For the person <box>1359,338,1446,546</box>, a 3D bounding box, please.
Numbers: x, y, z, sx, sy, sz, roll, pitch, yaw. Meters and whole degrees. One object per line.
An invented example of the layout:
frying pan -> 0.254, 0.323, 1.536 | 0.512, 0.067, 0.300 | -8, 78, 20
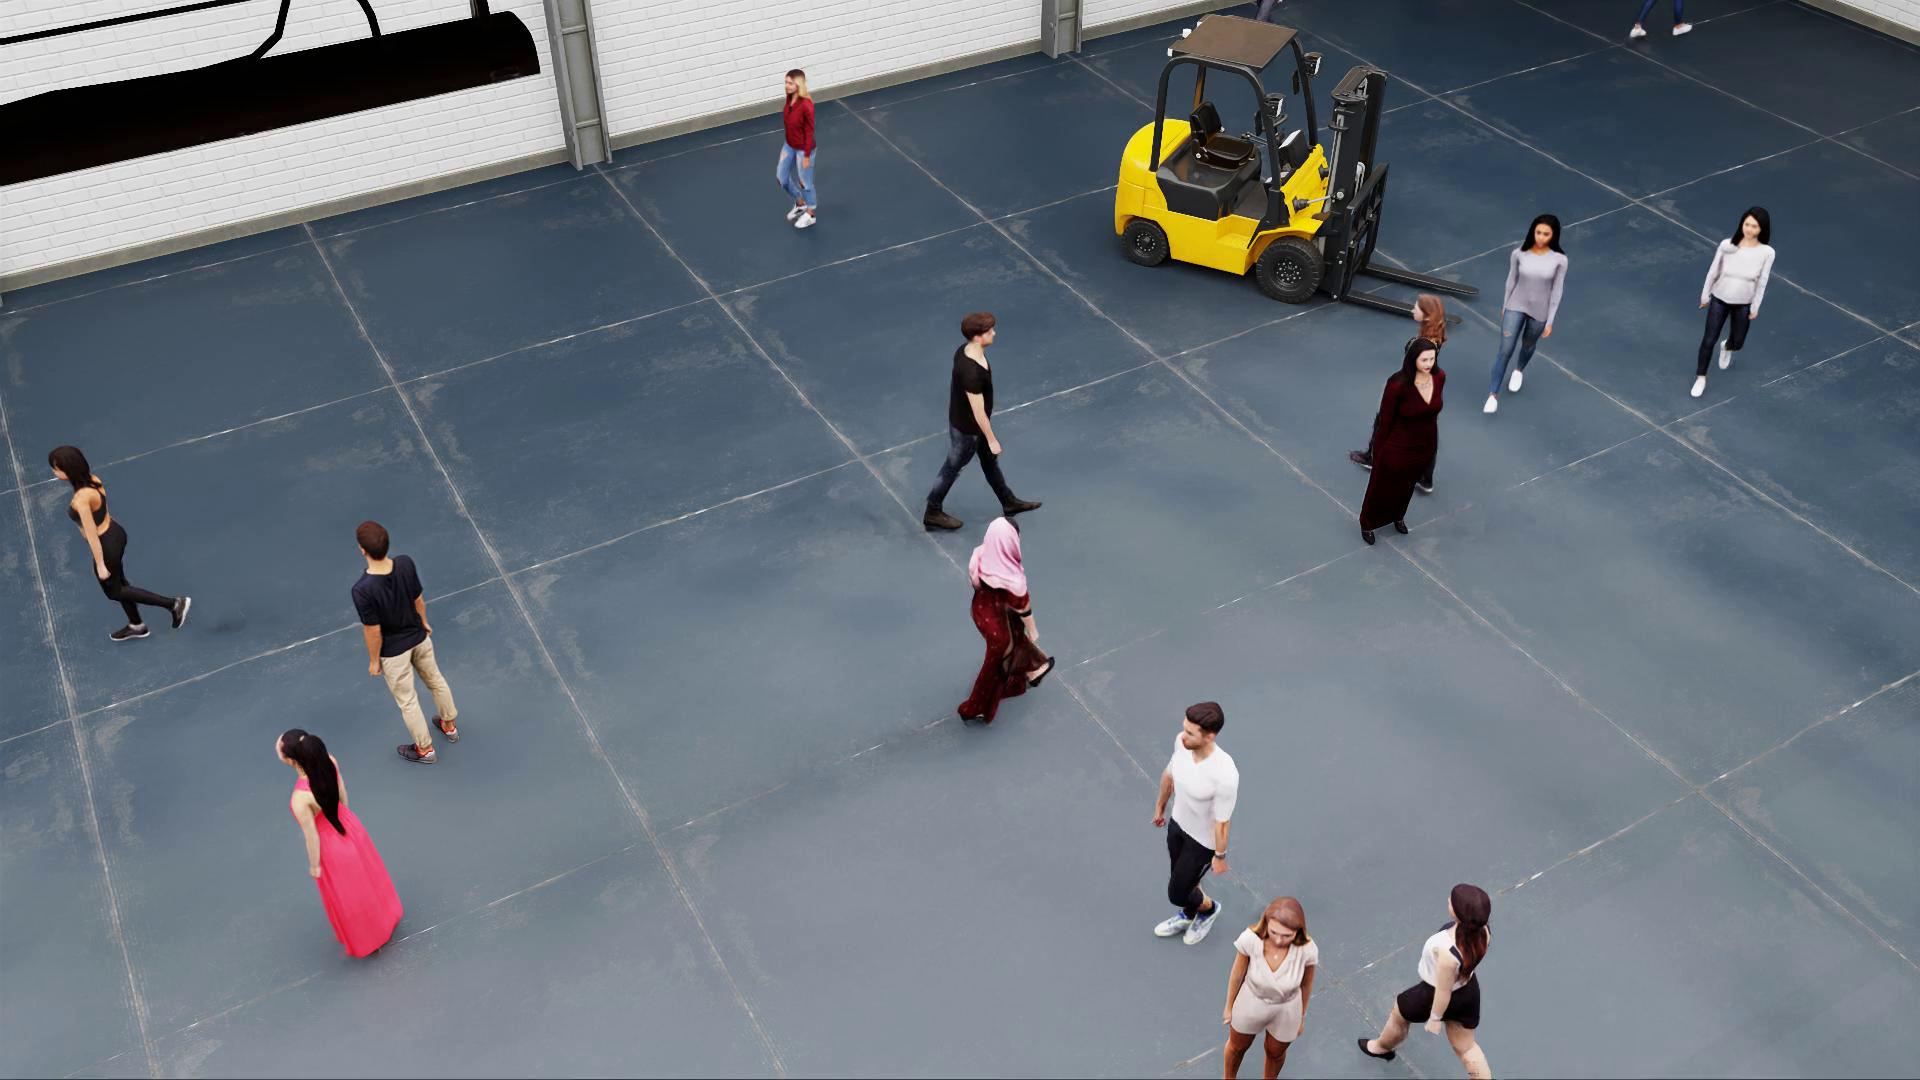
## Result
person -> 3.278, -0.740, 12.286 | 0.574, 1.756, 0.741 | -16, 41, -19

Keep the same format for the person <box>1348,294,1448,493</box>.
person -> 3.603, -1.089, 12.761 | 0.966, 1.709, 0.873 | -31, 48, -33

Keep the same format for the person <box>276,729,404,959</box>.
person -> -3.479, 1.689, 9.270 | 0.761, 1.725, 0.715 | 6, 39, 8

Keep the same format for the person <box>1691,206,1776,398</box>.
person -> 6.498, -2.028, 13.953 | 0.869, 1.689, 0.986 | 19, 42, 22

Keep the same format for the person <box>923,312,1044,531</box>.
person -> -0.027, -0.835, 12.326 | 1.236, 1.855, 1.076 | 4, 39, 5

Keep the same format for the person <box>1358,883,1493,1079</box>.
person -> 2.550, 2.389, 8.486 | 1.083, 1.610, 0.828 | -32, 48, -33

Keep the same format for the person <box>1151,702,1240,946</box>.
person -> 1.392, 1.585, 9.310 | 0.663, 1.838, 0.702 | -18, 42, -21

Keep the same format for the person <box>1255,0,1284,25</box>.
person -> 3.605, -6.421, 19.416 | 0.912, 1.736, 1.252 | 27, 46, 29

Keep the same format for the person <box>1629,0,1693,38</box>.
person -> 8.478, -6.847, 19.950 | 1.087, 1.736, 0.689 | -15, 41, -18

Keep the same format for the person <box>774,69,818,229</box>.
person -> -1.509, -3.836, 16.270 | 0.675, 1.622, 0.666 | -30, 48, -32

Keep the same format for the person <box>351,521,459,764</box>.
person -> -3.511, 0.645, 10.470 | 0.768, 1.858, 0.637 | 21, 43, 24

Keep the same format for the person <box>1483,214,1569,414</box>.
person -> 4.751, -1.923, 13.817 | 1.034, 1.694, 1.162 | 15, 41, 17

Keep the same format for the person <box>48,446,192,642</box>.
person -> -5.758, 0.044, 11.407 | 0.896, 1.628, 0.690 | -10, 40, -13

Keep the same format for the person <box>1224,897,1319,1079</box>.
person -> 1.563, 2.368, 8.443 | 0.660, 1.695, 0.723 | 8, 39, 10

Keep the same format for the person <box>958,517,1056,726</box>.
person -> 0.193, 0.559, 10.790 | 1.015, 1.593, 0.624 | -20, 43, -23
